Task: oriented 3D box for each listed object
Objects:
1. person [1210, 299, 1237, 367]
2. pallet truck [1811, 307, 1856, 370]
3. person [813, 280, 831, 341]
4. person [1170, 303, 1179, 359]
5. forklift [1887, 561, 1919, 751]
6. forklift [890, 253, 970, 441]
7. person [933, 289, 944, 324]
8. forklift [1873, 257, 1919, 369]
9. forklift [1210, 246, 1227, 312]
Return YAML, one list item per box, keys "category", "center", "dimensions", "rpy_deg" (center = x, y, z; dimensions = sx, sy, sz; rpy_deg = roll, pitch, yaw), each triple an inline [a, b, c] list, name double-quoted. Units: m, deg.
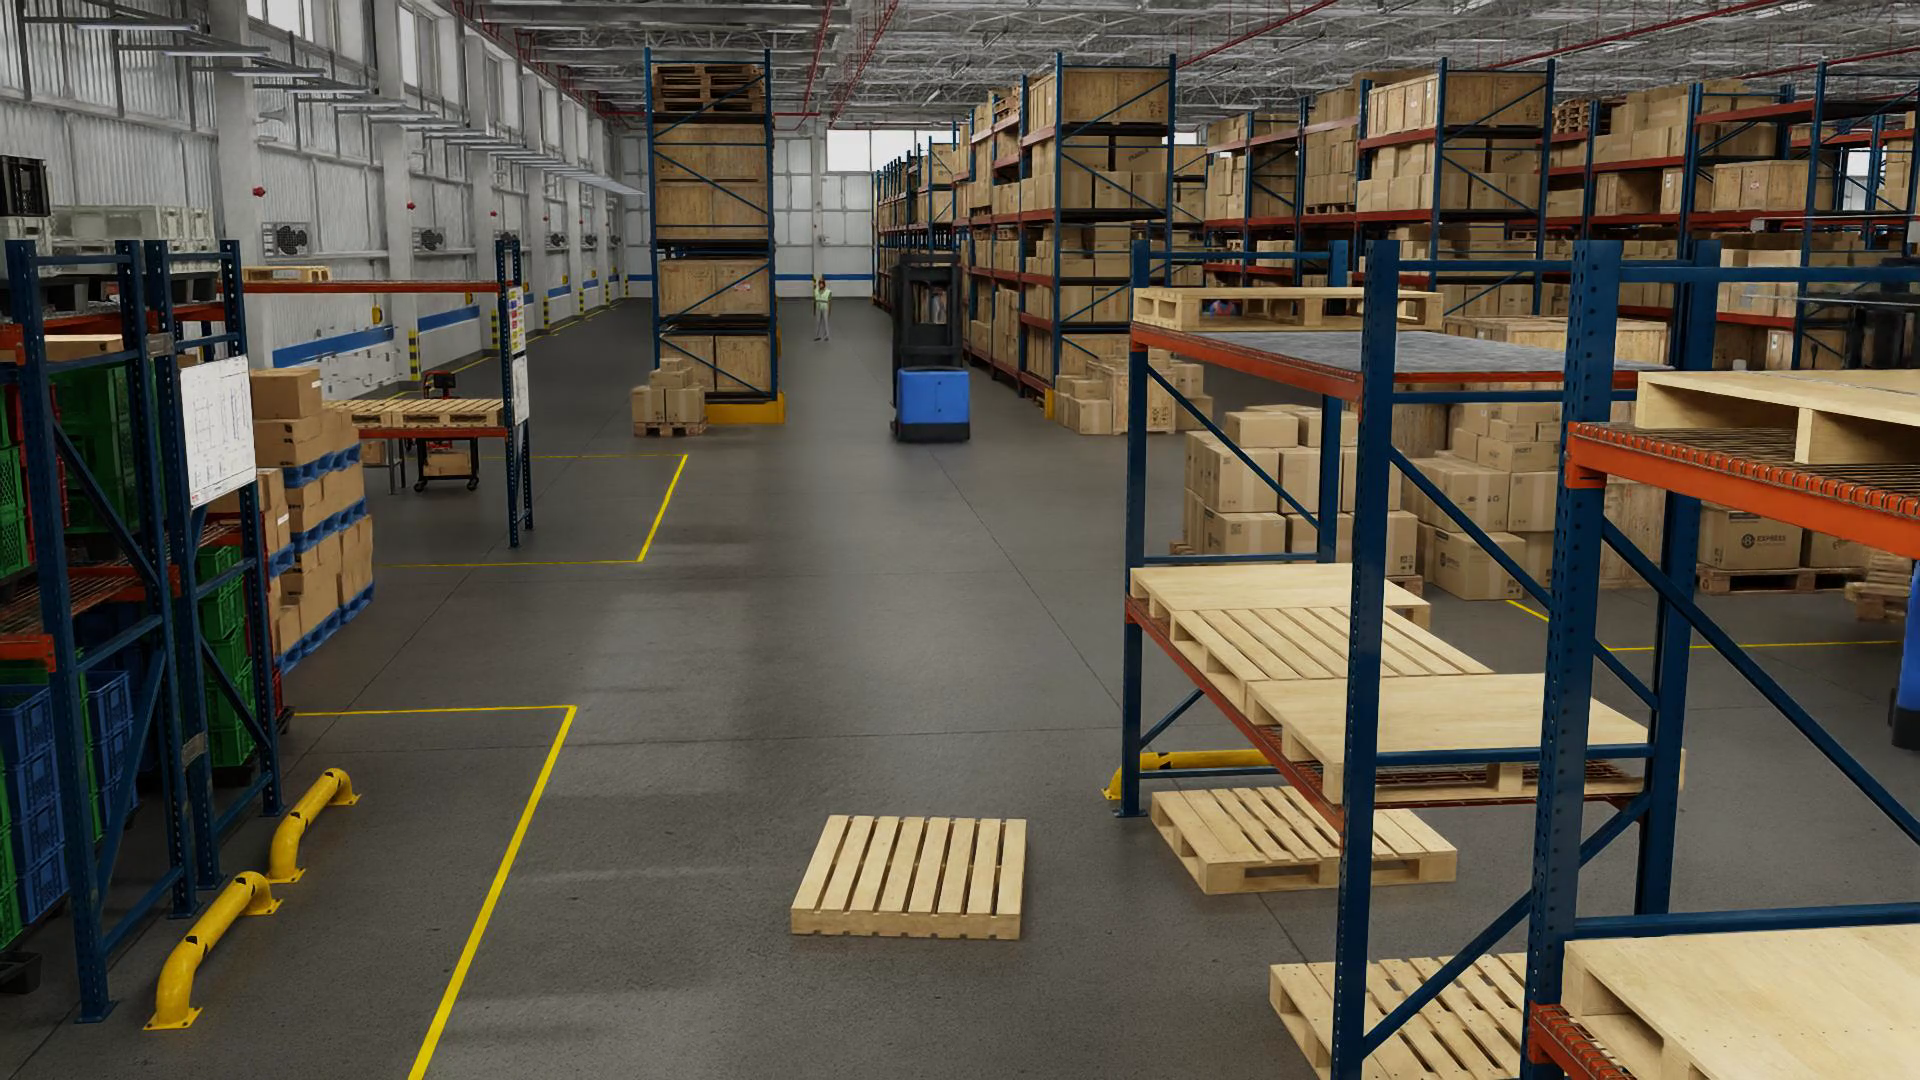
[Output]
- category: "person"
  center: [6.339, -5.068, 40.001]
  dimensions: [0.656, 1.802, 0.822]
  rpy_deg: [0, 10, 1]
- category: "pallet truck"
  center: [15.846, -3.142, 28.793]
  dimensions: [1.885, 1.965, 0.823]
  rpy_deg: [2, 10, 12]
- category: "person"
  center: [-4.167, -6.950, 50.352]
  dimensions: [0.605, 1.840, 0.393]
  rpy_deg: [2, 11, 13]
- category: "person"
  center: [5.519, -5.450, 42.595]
  dimensions: [0.541, 1.624, 0.371]
  rpy_deg: [1, 10, 3]
- category: "forklift"
  center: [6.389, -0.196, 10.021]
  dimensions: [1.129, 2.768, 1.873]
  rpy_deg: [6, 12, 31]
- category: "forklift"
  center: [-0.458, -2.985, 25.473]
  dimensions: [1.129, 2.768, 1.873]
  rpy_deg: [-1, 10, -6]
- category: "person"
  center: [-0.725, -6.627, 49.177]
  dimensions: [0.566, 1.609, 0.517]
  rpy_deg: [-1, 10, -7]
- category: "forklift"
  center: [11.163, -1.918, 19.563]
  dimensions: [1.873, 2.768, 1.129]
  rpy_deg: [-1, 10, -6]
- category: "forklift"
  center: [9.099, -9.164, 59.710]
  dimensions: [1.129, 2.768, 1.873]
  rpy_deg: [-1, 10, -6]
